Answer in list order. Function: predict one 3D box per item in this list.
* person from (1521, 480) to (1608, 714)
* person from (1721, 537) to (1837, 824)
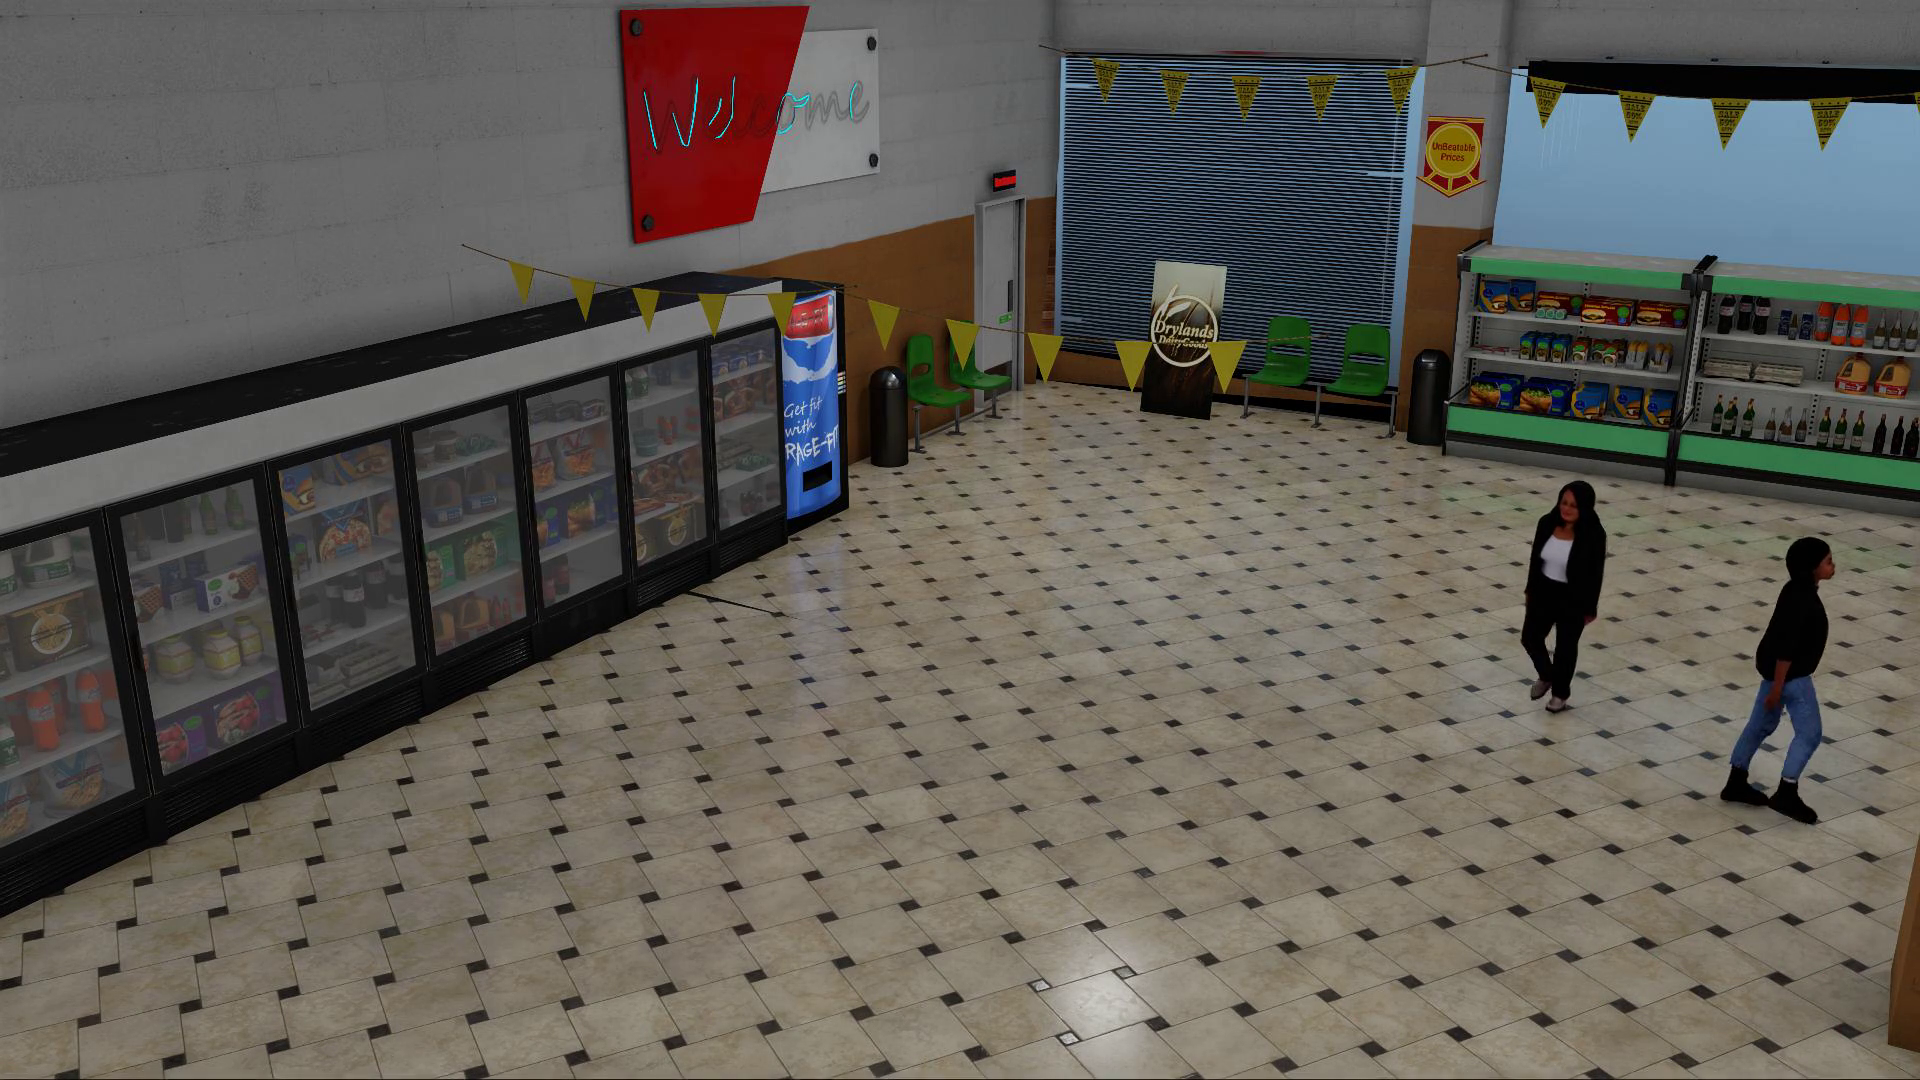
[{"bbox_3d":[4.021,0.358,11.008,0.620,1.602,0.768,15,24,37],"label":"person"},{"bbox_3d":[4.656,0.792,9.602,0.776,1.678,0.651,5,19,14],"label":"person"}]
